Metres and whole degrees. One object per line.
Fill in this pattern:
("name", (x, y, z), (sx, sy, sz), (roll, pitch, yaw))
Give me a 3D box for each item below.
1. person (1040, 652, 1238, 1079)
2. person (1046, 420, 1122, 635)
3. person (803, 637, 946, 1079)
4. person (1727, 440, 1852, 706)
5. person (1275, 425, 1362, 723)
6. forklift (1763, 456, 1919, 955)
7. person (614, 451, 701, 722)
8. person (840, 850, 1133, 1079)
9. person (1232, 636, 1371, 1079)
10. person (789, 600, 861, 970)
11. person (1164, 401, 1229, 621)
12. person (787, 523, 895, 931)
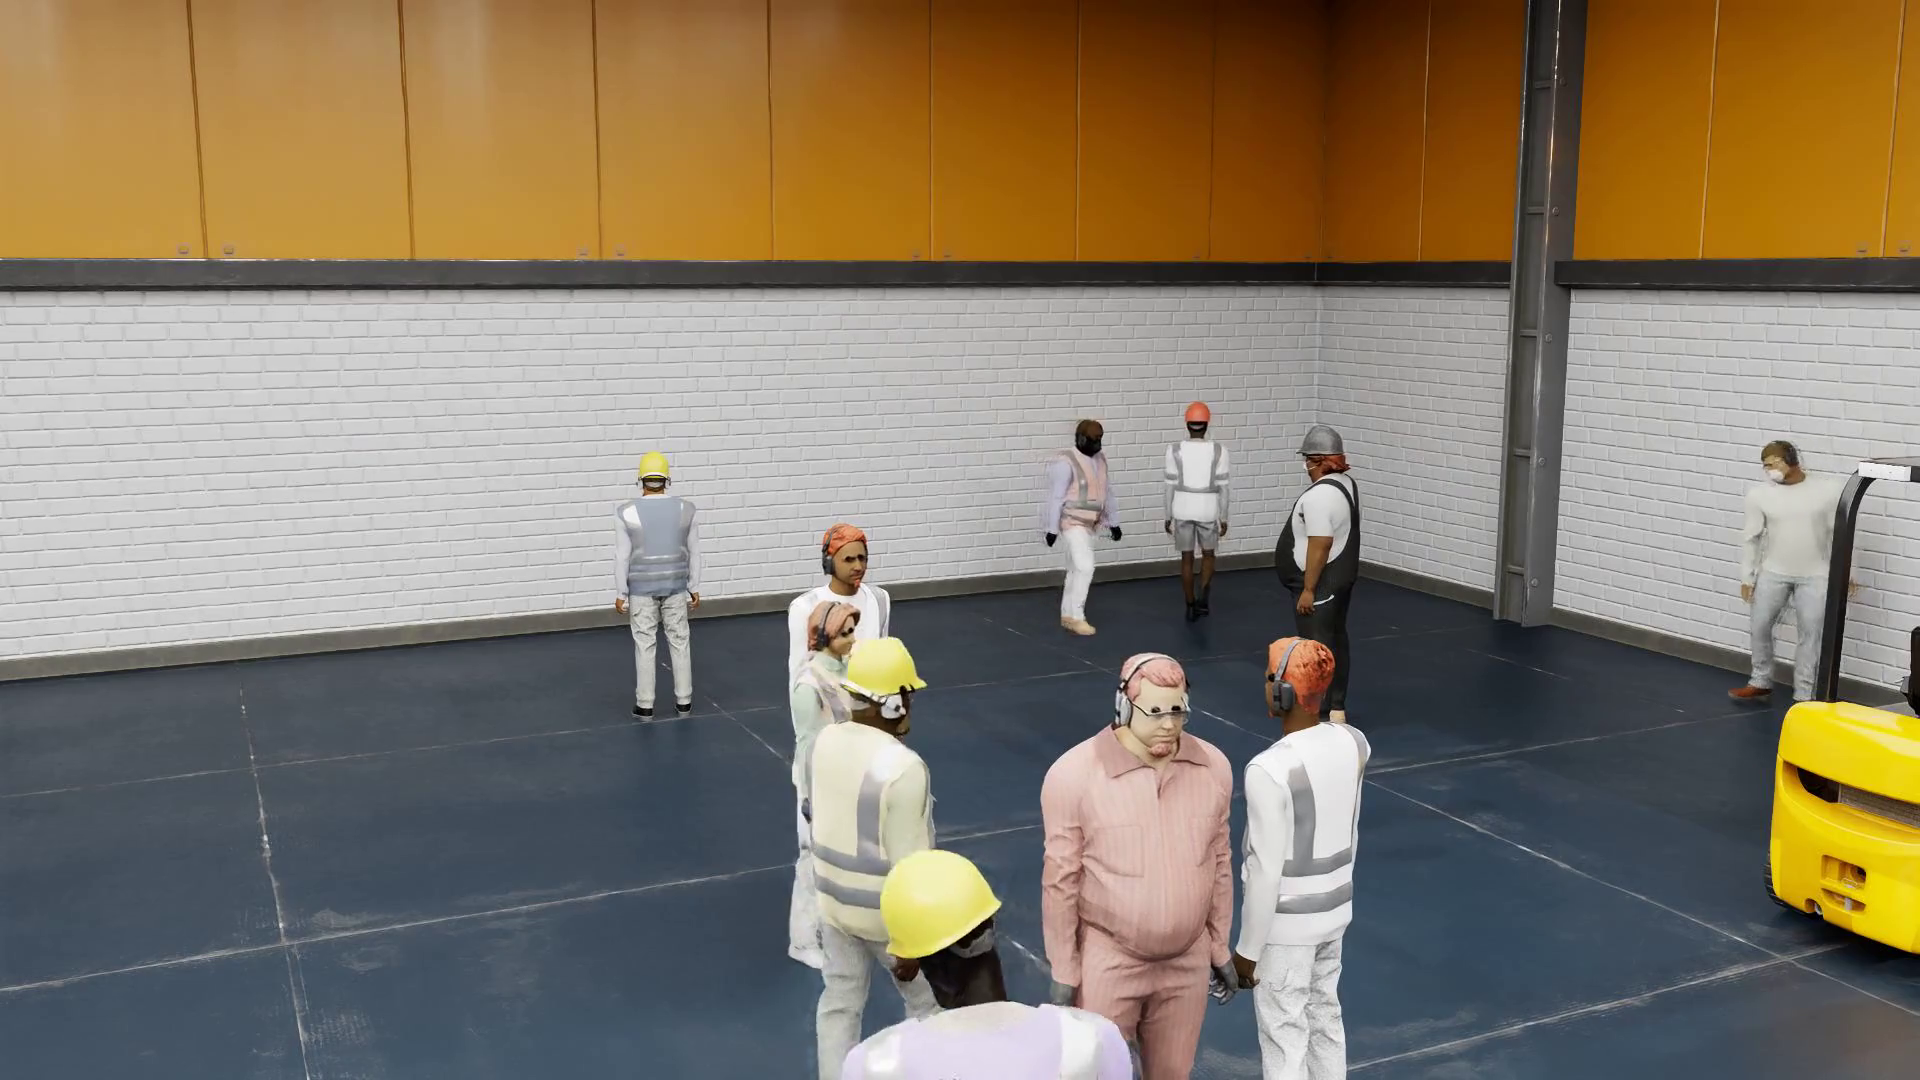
("person", (0.564, 1.276, 5.080), (0.639, 1.905, 0.407), (-3, 10, -19))
("person", (1.055, -0.110, 13.984), (0.639, 1.810, 0.630), (7, 11, 37))
("person", (-0.213, 1.216, 5.725), (0.704, 1.807, 0.626), (-8, 12, -42))
("person", (5.723, 0.259, 11.444), (0.722, 1.895, 0.391), (5, 11, 31))
("person", (2.349, 0.254, 10.994), (0.536, 2.000, 0.688), (6, 11, 31))
("forklift", (4.857, 0.731, 7.561), (2.313, 2.155, 1.214), (-4, 10, -25))
("person", (-2.054, 0.312, 11.279), (0.599, 1.830, 0.404), (-4, 10, -24))
("person", (0.086, 1.577, 3.308), (0.672, 1.876, 0.620), (0, 9, 3))
("person", (1.079, 1.237, 5.388), (0.356, 1.882, 0.574), (9, 13, 43))
("person", (-0.572, 1.058, 7.276), (0.316, 1.629, 0.513), (3, 10, 19))
("person", (2.039, -0.238, 14.400), (0.562, 1.923, 0.441), (1, 9, 8))
("person", (-0.542, 0.856, 7.747), (0.576, 1.881, 0.352), (-8, 12, -42))
